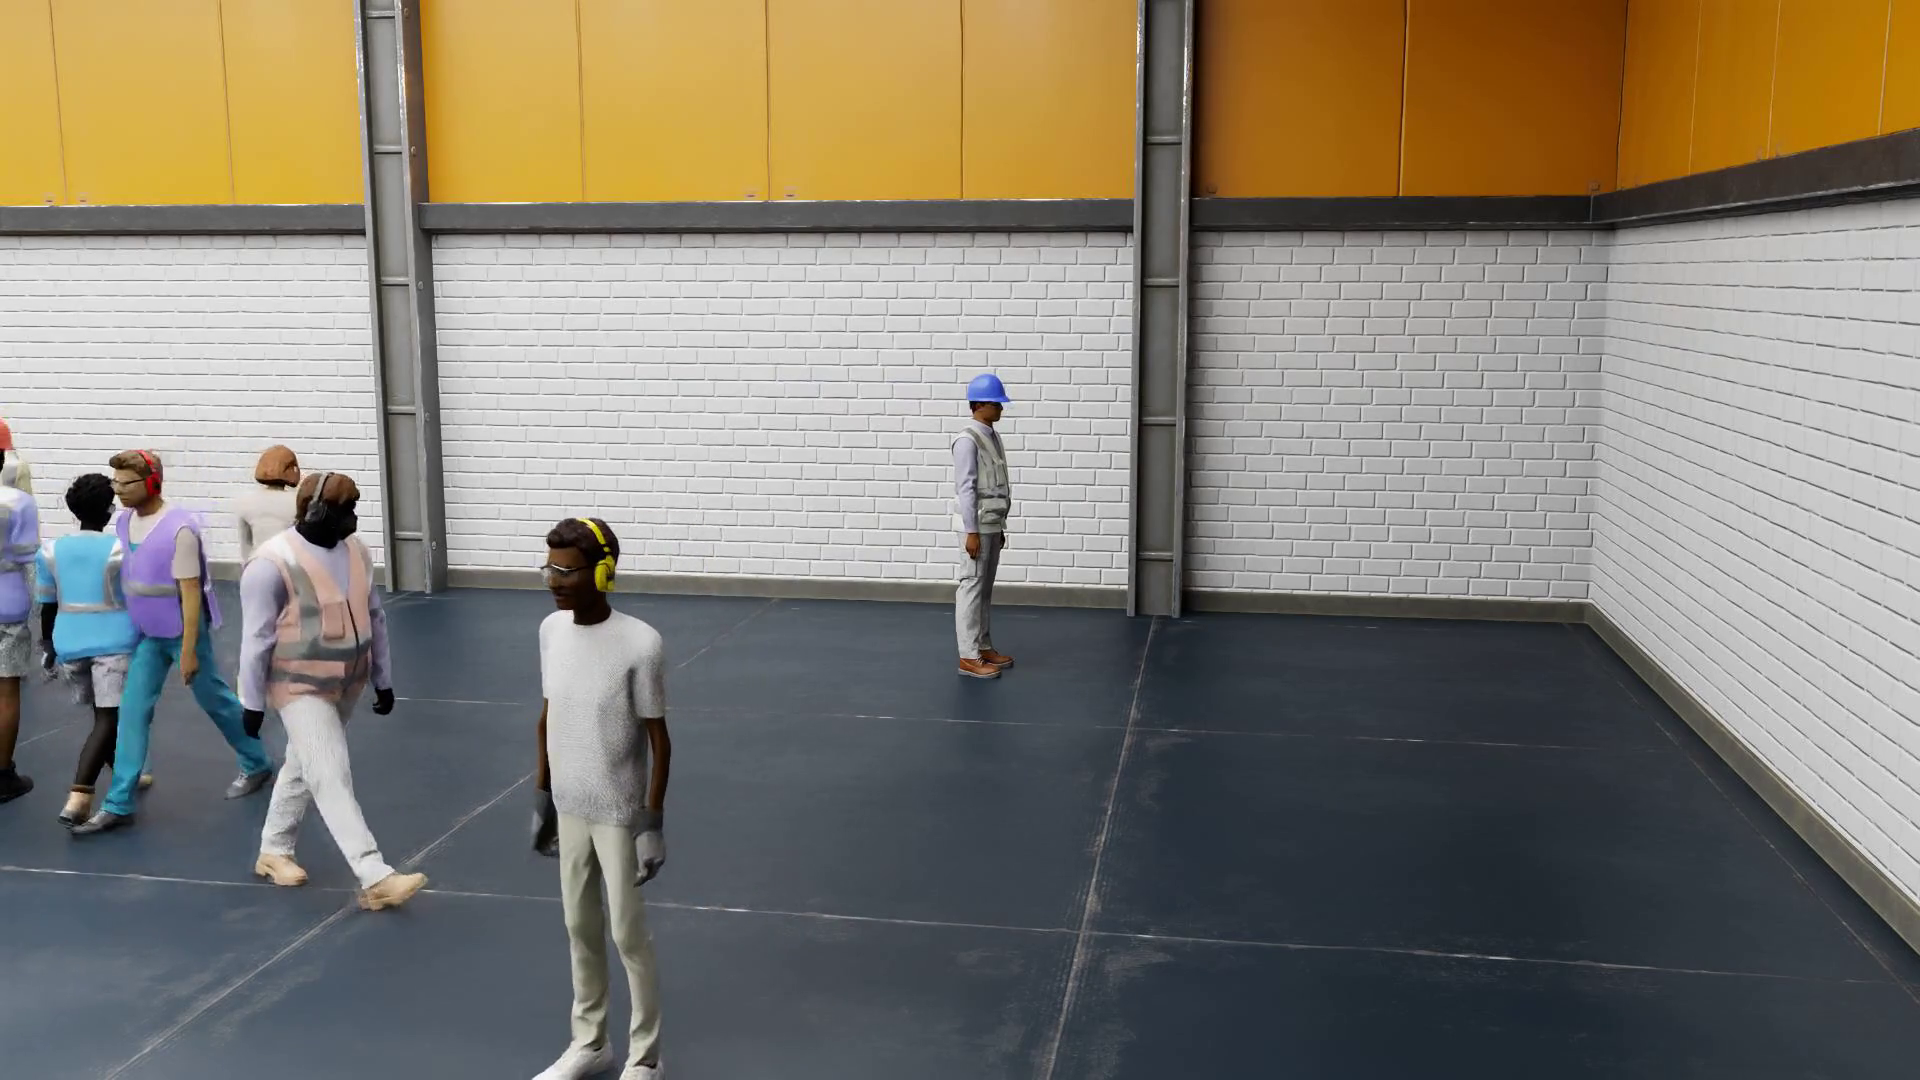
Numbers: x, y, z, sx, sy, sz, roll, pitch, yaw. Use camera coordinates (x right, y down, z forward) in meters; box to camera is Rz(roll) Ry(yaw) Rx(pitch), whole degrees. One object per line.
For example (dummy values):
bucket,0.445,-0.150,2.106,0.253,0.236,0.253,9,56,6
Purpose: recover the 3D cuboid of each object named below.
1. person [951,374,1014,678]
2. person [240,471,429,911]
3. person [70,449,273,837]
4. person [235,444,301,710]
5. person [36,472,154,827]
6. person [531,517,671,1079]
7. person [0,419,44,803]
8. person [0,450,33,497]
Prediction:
person,0.142,-0.098,10.739,0.384,1.948,0.603,3,10,17
person,-2.611,0.608,6.885,0.995,1.780,0.645,4,10,22
person,-3.753,0.447,7.926,0.584,1.789,1.024,5,11,30
person,-3.996,0.245,9.694,0.504,1.602,0.812,1,9,5
person,-4.096,0.515,7.860,0.558,1.663,0.815,1,9,4
person,-1.125,0.847,5.155,0.532,1.868,0.309,6,11,31
person,-4.750,0.332,8.181,0.572,1.912,0.474,0,9,-2
person,-6.171,0.017,10.501,0.604,1.795,0.768,-6,11,-32
